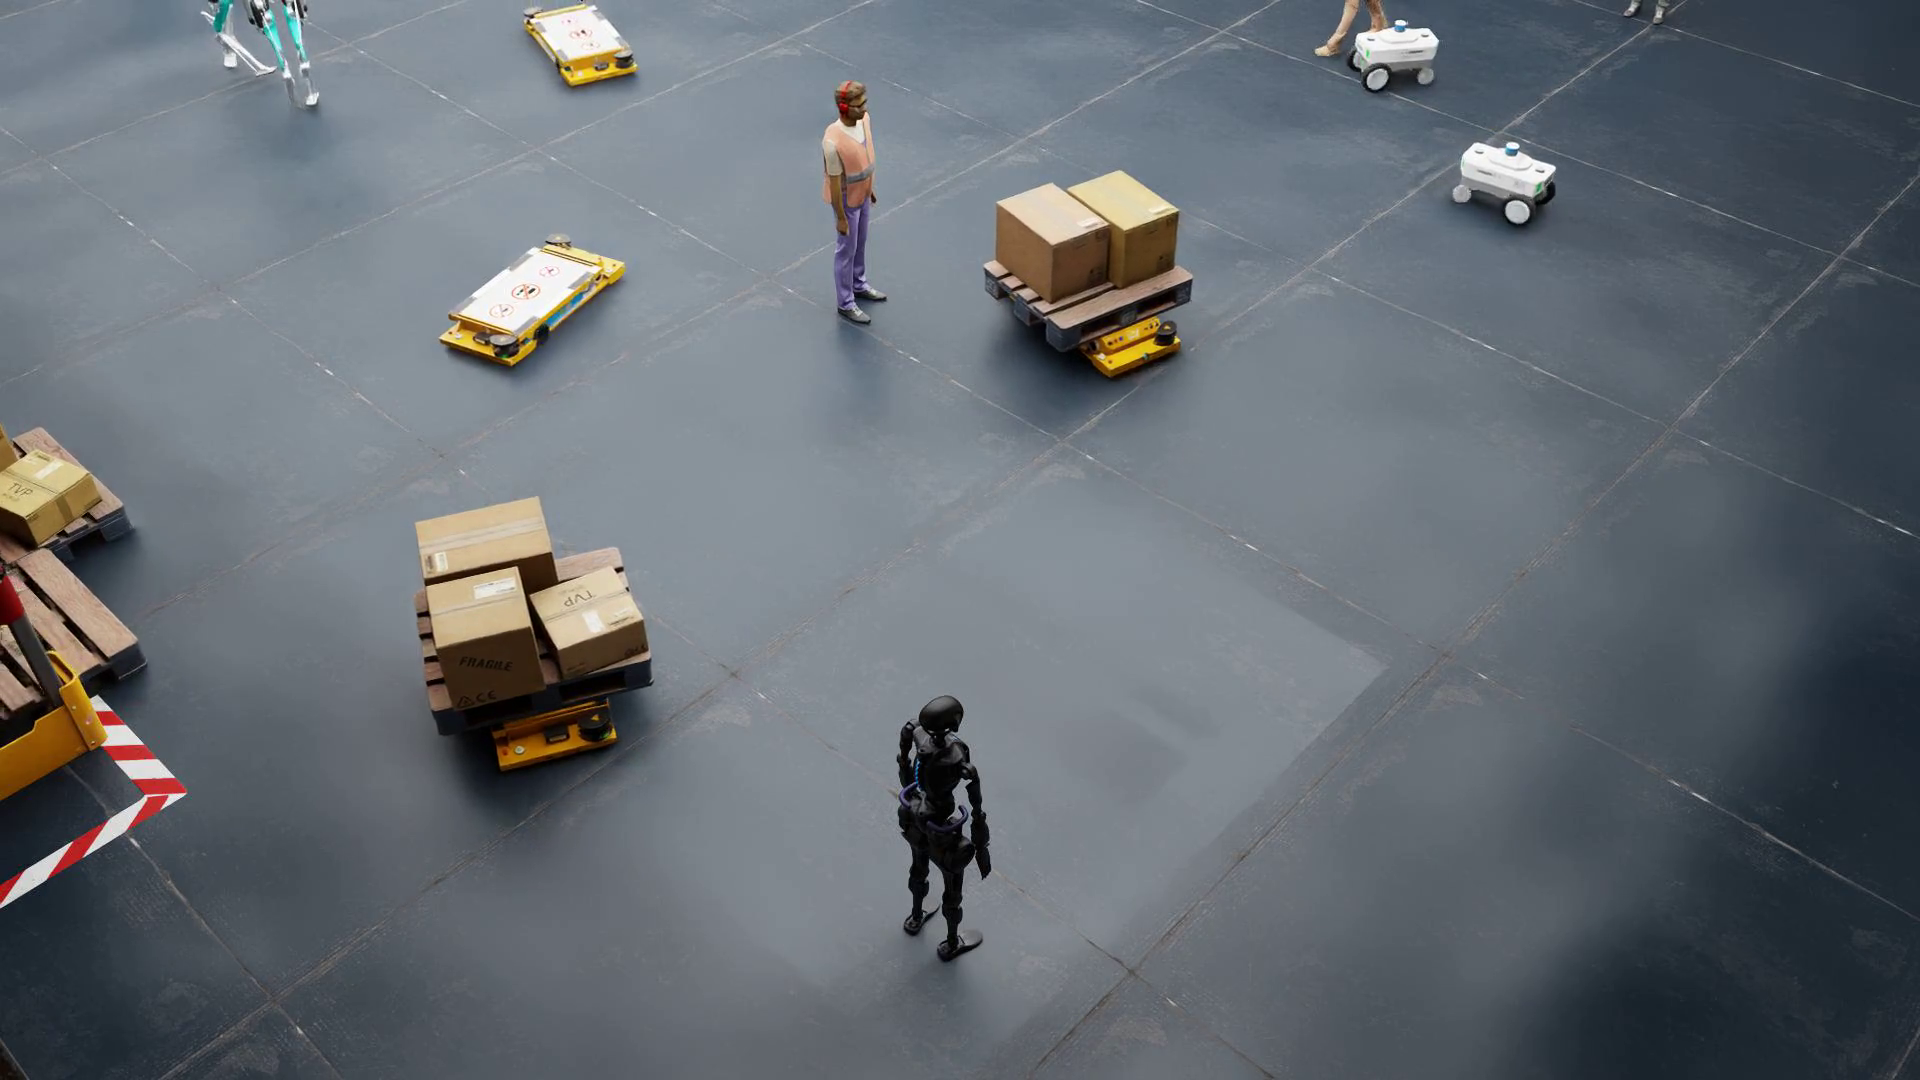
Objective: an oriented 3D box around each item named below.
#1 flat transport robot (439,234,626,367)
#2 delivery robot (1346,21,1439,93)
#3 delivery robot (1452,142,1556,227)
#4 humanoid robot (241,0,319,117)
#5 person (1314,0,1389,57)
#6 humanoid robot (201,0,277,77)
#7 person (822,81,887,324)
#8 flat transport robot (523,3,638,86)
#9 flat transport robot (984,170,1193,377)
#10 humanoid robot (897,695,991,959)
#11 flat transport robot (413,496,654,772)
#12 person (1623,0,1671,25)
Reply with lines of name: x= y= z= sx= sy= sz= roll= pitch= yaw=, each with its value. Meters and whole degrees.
flat transport robot: x=-3.215 y=-1.825 z=12.555 sx=0.659 sy=0.231 sz=1.431 roll=19 pitch=45 yaw=20
delivery robot: x=3.975 y=-4.461 z=15.282 sx=0.805 sy=0.609 sz=0.499 roll=-6 pitch=42 yaw=-7
delivery robot: x=4.482 y=-2.942 z=13.594 sx=0.792 sy=0.611 sz=0.499 roll=26 pitch=48 yaw=26
humanoid robot: x=-5.896 y=-4.468 z=14.479 sx=0.553 sy=1.891 sz=0.726 roll=-20 pitch=46 yaw=-21
person: x=3.785 y=-5.392 z=15.449 sx=0.897 sy=1.710 sz=0.487 roll=-20 pitch=46 yaw=-21
humanoid robot: x=-6.691 y=-5.044 z=15.046 sx=0.958 sy=1.731 sz=0.560 roll=26 pitch=48 yaw=26
person: x=-0.790 y=-2.474 z=12.097 sx=0.390 sy=1.845 sz=0.565 roll=14 pitch=44 yaw=15
flat transport robot: x=-3.618 y=-4.735 z=15.789 sx=0.659 sy=0.231 sz=1.431 roll=-20 pitch=46 yaw=-21
flat transport robot: x=0.950 y=-1.736 z=12.455 sx=0.659 sy=0.231 sz=1.431 roll=-24 pitch=47 yaw=-24
humanoid robot: x=-0.102 y=1.348 z=7.965 sx=0.315 sy=1.657 sz=0.599 roll=-33 pitch=51 yaw=-31
flat transport robot: x=-2.466 y=0.713 z=9.734 sx=0.659 sy=0.231 sz=1.431 roll=-13 pitch=44 yaw=-14
person: x=6.782 y=-5.887 z=15.902 sx=0.569 sy=1.833 sz=0.398 roll=20 pitch=46 yaw=21
